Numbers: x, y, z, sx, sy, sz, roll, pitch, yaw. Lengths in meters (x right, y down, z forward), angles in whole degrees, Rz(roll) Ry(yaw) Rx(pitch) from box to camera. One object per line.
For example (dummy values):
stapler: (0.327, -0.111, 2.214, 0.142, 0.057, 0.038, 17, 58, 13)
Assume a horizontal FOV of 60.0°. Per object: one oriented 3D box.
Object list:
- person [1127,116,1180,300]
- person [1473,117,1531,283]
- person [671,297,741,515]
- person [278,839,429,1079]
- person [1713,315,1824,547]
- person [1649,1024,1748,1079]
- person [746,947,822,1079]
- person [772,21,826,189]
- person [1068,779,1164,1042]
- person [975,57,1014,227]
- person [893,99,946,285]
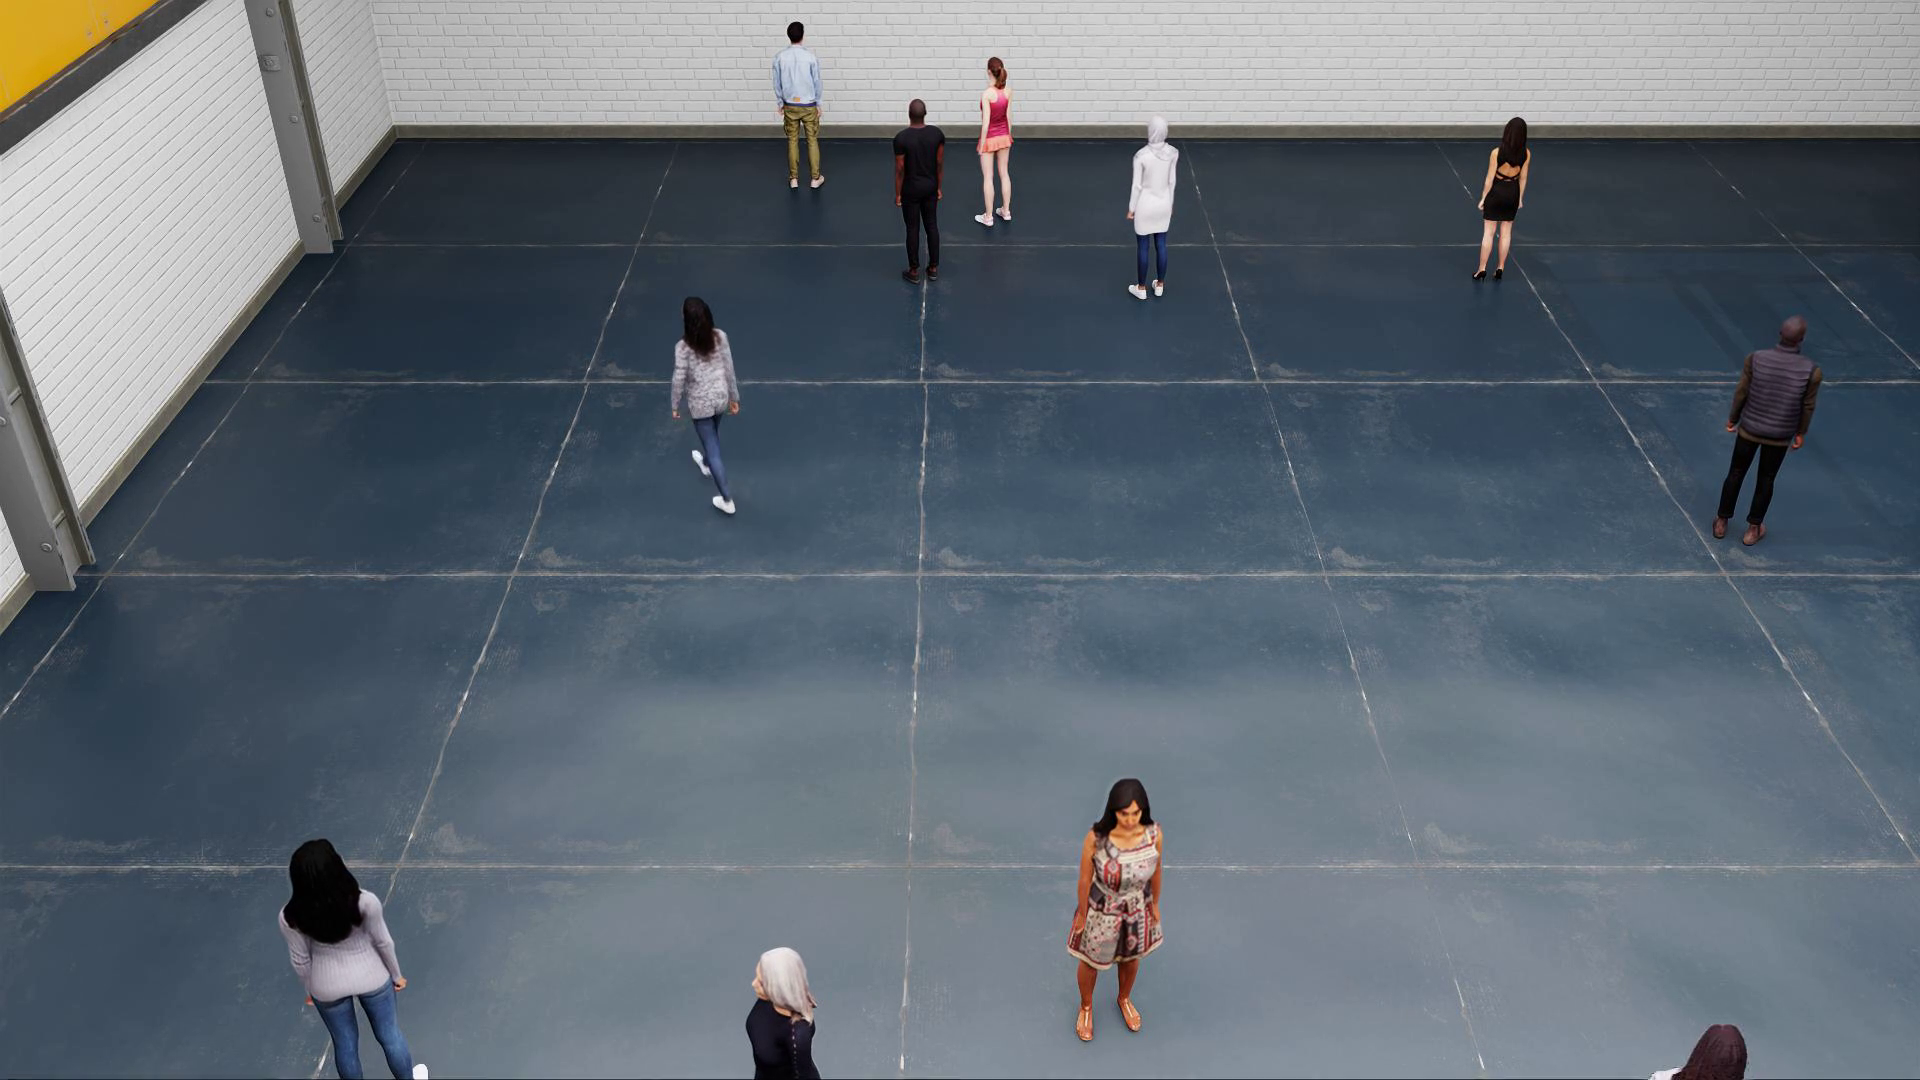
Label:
person: (1.831, -3.150, 15.791, 0.670, 1.775, 0.626, -9, 35, -14)
person: (5.252, -3.286, 16.109, 0.566, 1.649, 0.466, 0, 34, 1)
person: (-1.868, -0.987, 12.613, 1.041, 1.691, 1.166, -23, 40, -30)
person: (-2.904, 2.109, 7.916, 0.660, 1.734, 0.606, -8, 34, -12)
person: (5.913, -0.809, 12.214, 0.781, 1.835, 0.787, 21, 39, 28)
person: (3.059, 2.734, 7.081, 0.689, 1.617, 0.671, 9, 35, 13)
person: (-0.770, 2.447, 7.397, 0.755, 1.746, 0.644, -15, 36, -21)
person: (-1.744, -4.741, 18.151, 0.683, 1.812, 0.569, 2, 34, 3)
person: (0.800, 1.840, 8.400, 0.685, 1.645, 0.586, -6, 34, -8)
person: (0.358, -4.166, 17.340, 0.662, 1.752, 0.704, -23, 40, -30)
person: (-0.389, -3.372, 16.085, 0.738, 1.820, 0.698, -12, 35, -18)
